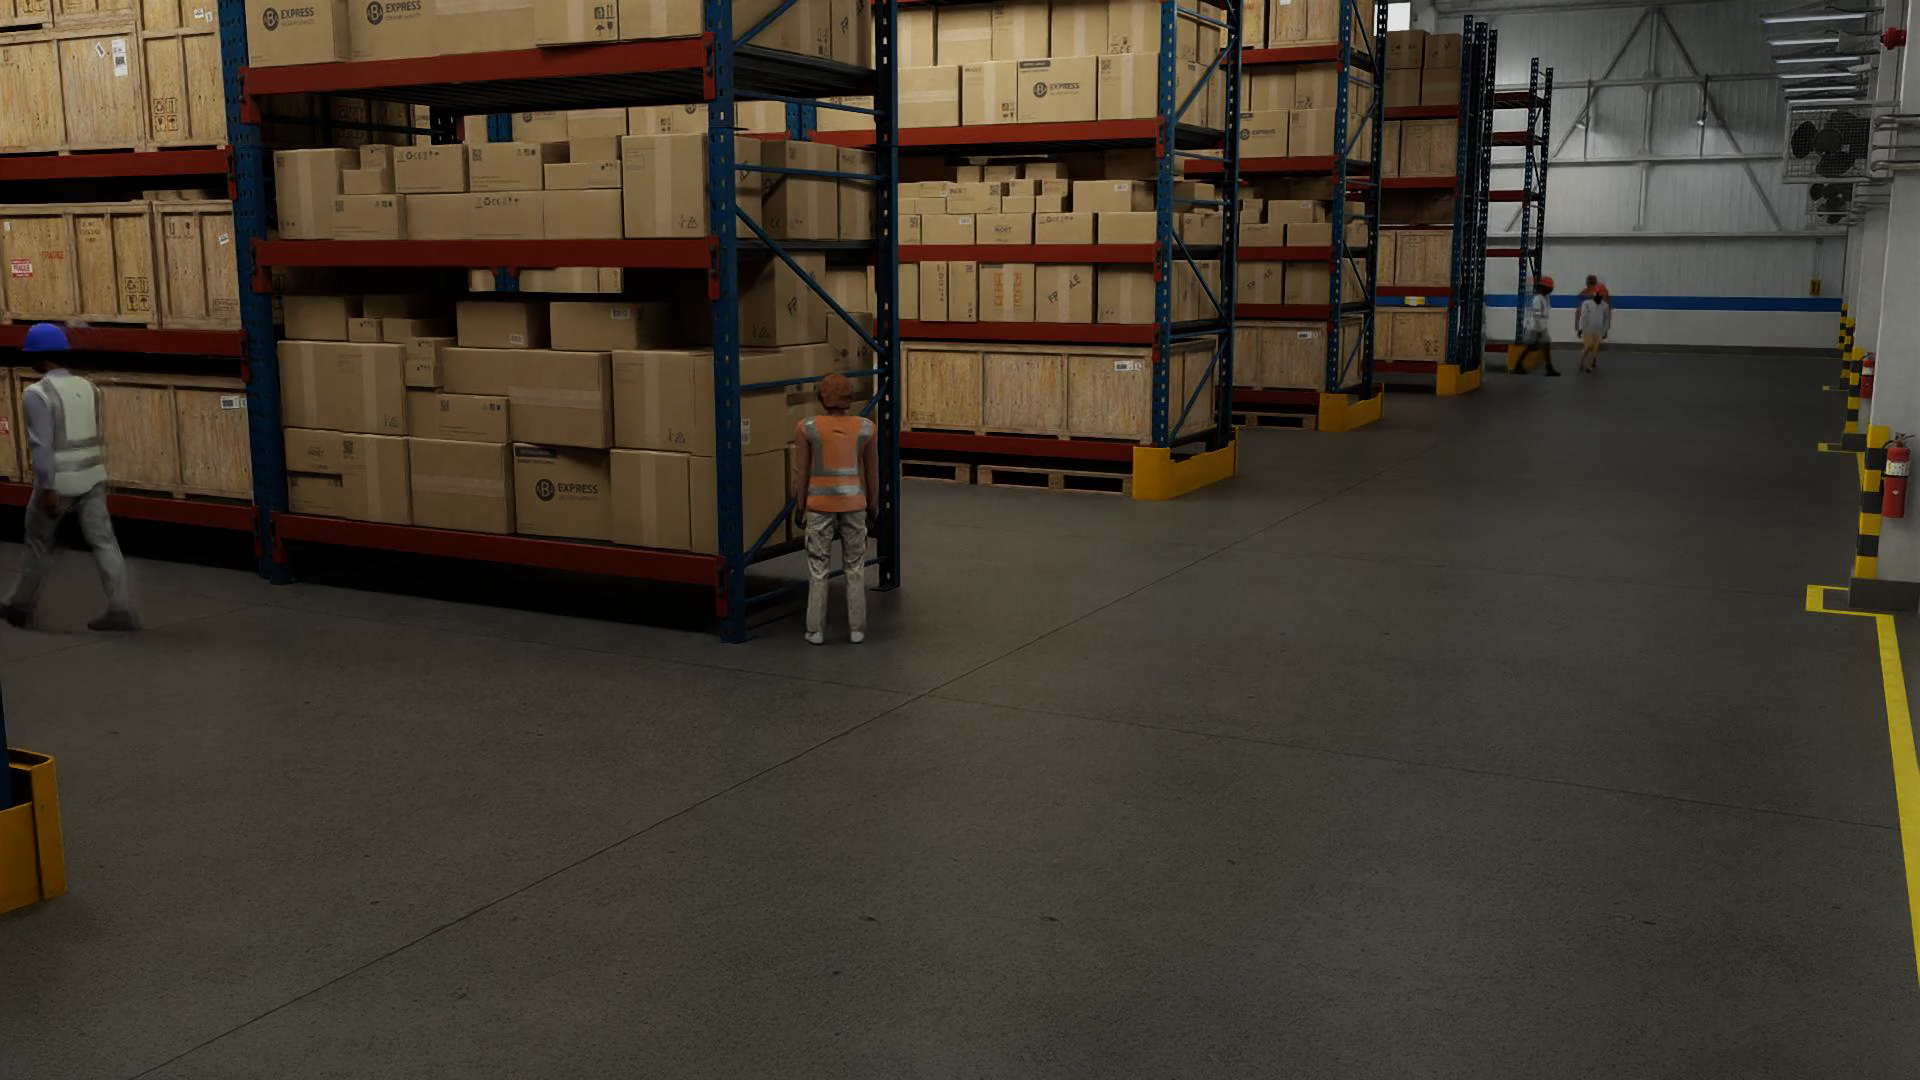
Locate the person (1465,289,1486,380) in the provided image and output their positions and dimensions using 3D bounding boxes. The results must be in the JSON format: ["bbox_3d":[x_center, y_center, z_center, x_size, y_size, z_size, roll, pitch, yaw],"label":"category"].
[{"bbox_3d":[9.424,-3.774,30.512,0.470,1.705,0.430,-4,11,-21],"label":"person"}]

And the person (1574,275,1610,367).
[{"bbox_3d":[12.960,-4.508,34.281,0.663,1.860,0.908,-1,10,-8],"label":"person"}]

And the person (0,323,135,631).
[{"bbox_3d":[-5.574,-0.375,10.239,1.000,1.895,0.642,2,10,14],"label":"person"}]

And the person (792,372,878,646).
[{"bbox_3d":[-0.741,-0.178,9.896,0.518,1.632,0.314,-3,10,-15],"label":"person"}]

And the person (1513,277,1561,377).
[{"bbox_3d":[10.998,-4.061,31.676,0.553,1.883,0.980,-8,13,-40],"label":"person"}]

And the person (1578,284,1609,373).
[{"bbox_3d":[12.272,-4.079,32.181,0.575,1.724,0.432,-1,10,-8],"label":"person"}]
